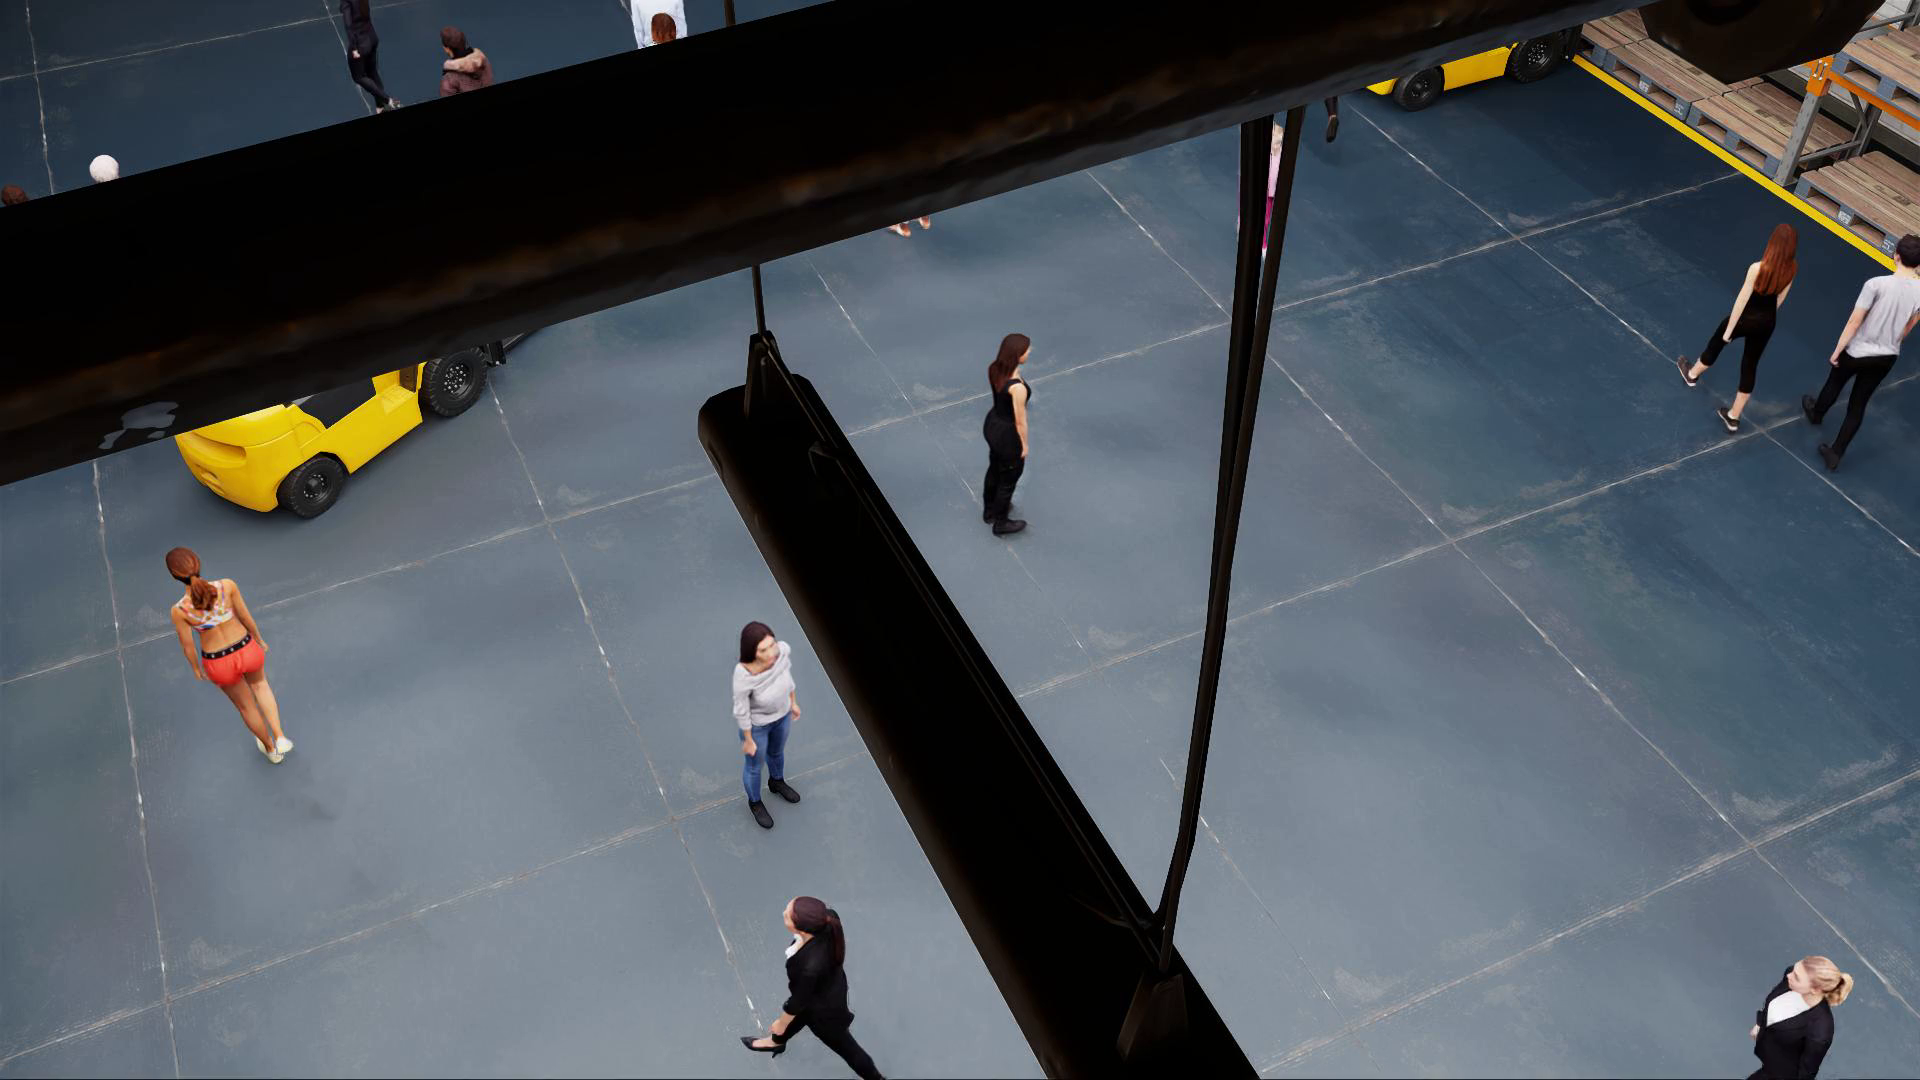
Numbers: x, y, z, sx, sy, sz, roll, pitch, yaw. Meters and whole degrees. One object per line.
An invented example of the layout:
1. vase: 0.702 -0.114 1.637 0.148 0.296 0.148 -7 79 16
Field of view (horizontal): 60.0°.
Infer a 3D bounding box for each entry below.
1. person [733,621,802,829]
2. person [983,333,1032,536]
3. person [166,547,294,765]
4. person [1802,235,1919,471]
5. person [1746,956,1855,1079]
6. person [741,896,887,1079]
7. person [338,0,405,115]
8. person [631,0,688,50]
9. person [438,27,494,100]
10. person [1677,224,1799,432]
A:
1. person: -1.169 1.065 9.907 0.645 1.633 0.669 31 52 28
2. person: 0.323 -0.740 11.764 0.619 1.683 0.478 -17 46 -17
3. person: -4.387 0.771 10.111 0.679 1.777 0.730 -30 51 -27
4. person: 6.719 -1.306 12.257 1.056 1.823 1.185 5 44 6
5. person: 4.179 2.600 8.269 1.066 1.669 1.136 2 44 2
6. person: -0.623 2.392 8.525 1.026 1.617 1.082 5 44 6
7. person: -5.661 -4.756 15.967 0.837 1.701 0.780 11 45 11
8. person: -2.771 -4.556 15.618 0.730 1.893 0.696 -4 44 -4
9. person: -4.209 -3.613 14.684 1.137 1.816 1.074 14 45 14
10. person: 6.041 -1.579 12.637 0.849 1.694 1.118 -4 44 -4
